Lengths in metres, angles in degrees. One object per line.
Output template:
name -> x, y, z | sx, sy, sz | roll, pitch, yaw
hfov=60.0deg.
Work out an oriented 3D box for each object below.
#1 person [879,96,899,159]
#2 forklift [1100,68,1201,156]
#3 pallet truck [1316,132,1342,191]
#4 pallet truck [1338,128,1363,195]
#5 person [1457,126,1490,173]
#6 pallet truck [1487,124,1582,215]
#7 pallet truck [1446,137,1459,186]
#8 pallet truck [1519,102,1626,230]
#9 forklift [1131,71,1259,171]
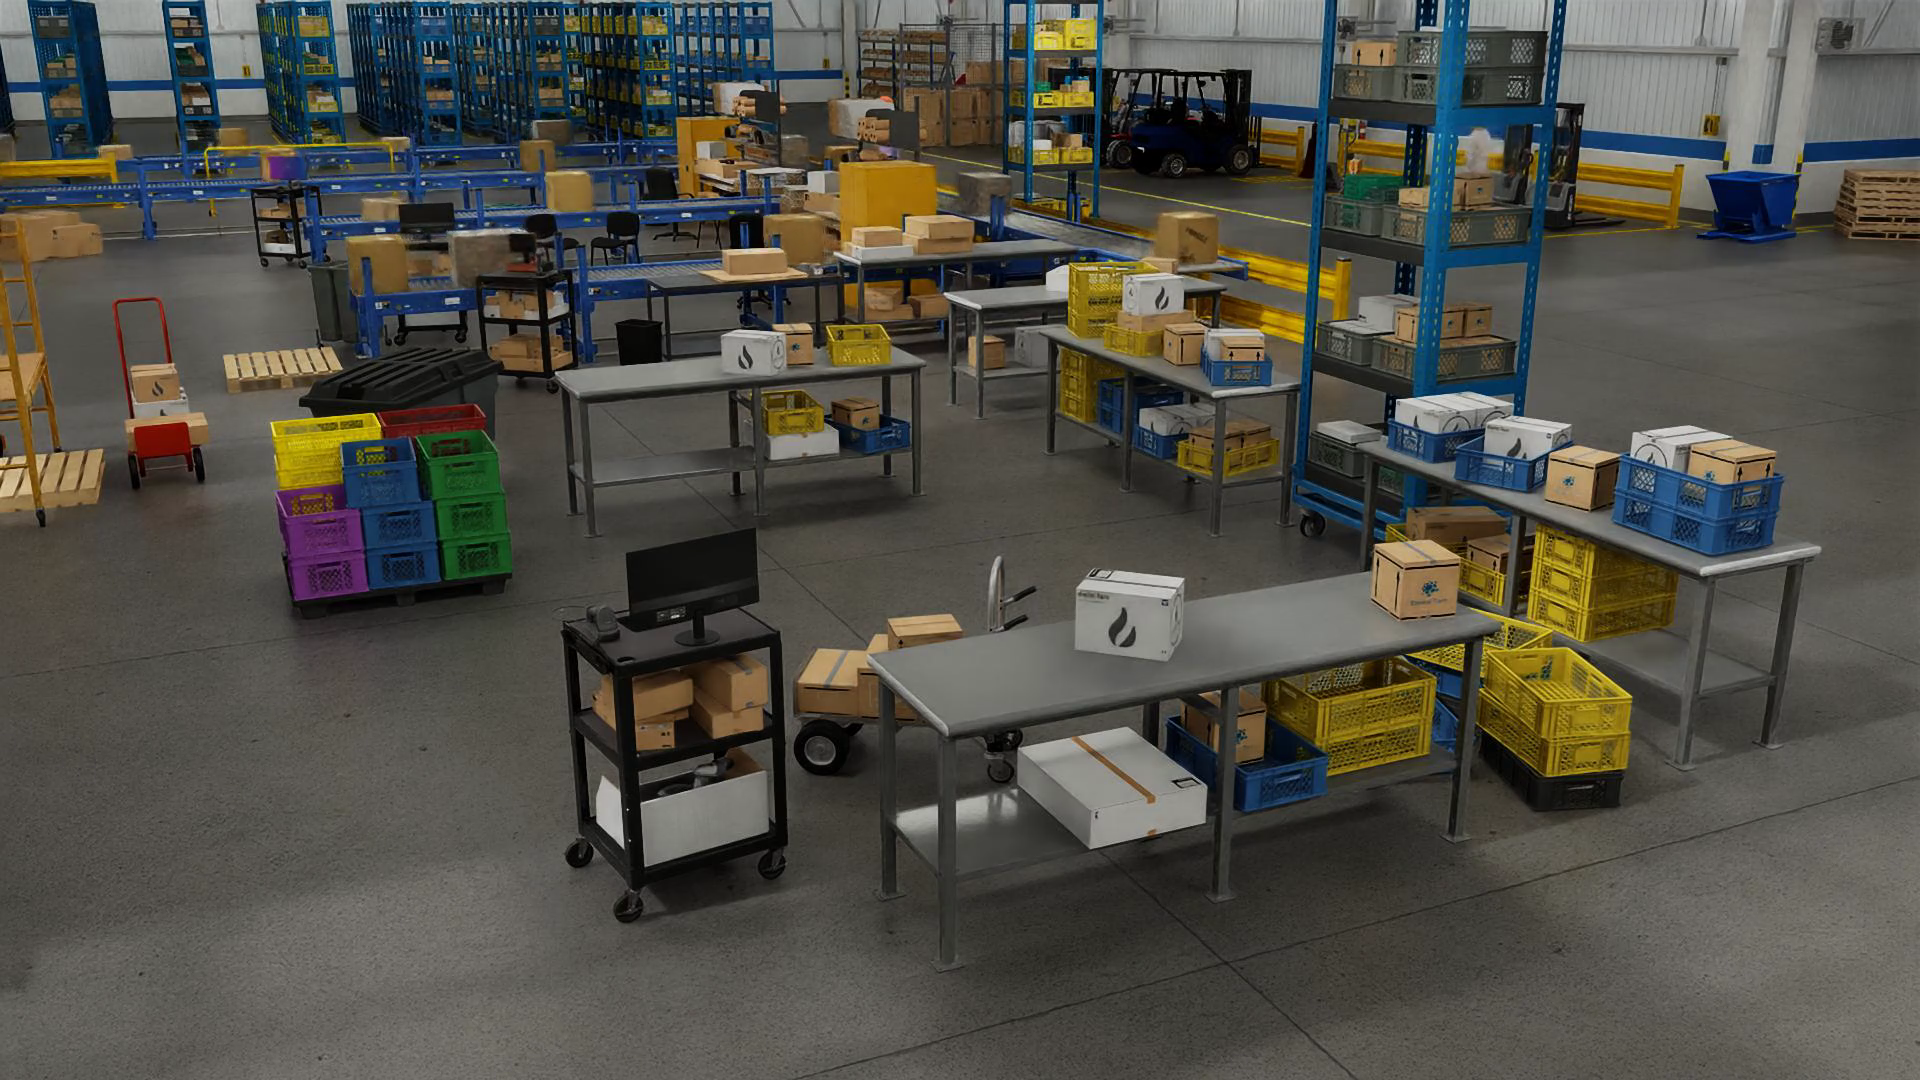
person -> -1.216, -6.306, 27.559 | 0.391, 2.040, 0.614 | -5, 18, -15
forklift -> 4.082, -9.564, 37.410 | 2.680, 1.987, 1.157 | -8, 19, -23
pallet truck -> 7.723, -7.504, 32.656 | 1.601, 1.201, 0.680 | -8, 19, -23
pallet truck -> 7.845, -7.140, 31.411 | 1.522, 1.261, 0.704 | -9, 20, -25
person -> 7.991, -5.749, 26.057 | 0.418, 1.886, 0.667 | 13, 22, 36
pallet truck -> 9.707, -6.455, 28.103 | 1.885, 1.965, 0.823 | -7, 19, -20
pallet truck -> 9.184, -6.485, 29.328 | 1.630, 1.274, 0.653 | -8, 19, -23
pallet truck -> 9.972, -6.037, 26.785 | 1.885, 1.965, 0.823 | -9, 20, -25
forklift -> 4.998, -8.936, 35.413 | 2.680, 1.987, 1.157 | -9, 20, -25
